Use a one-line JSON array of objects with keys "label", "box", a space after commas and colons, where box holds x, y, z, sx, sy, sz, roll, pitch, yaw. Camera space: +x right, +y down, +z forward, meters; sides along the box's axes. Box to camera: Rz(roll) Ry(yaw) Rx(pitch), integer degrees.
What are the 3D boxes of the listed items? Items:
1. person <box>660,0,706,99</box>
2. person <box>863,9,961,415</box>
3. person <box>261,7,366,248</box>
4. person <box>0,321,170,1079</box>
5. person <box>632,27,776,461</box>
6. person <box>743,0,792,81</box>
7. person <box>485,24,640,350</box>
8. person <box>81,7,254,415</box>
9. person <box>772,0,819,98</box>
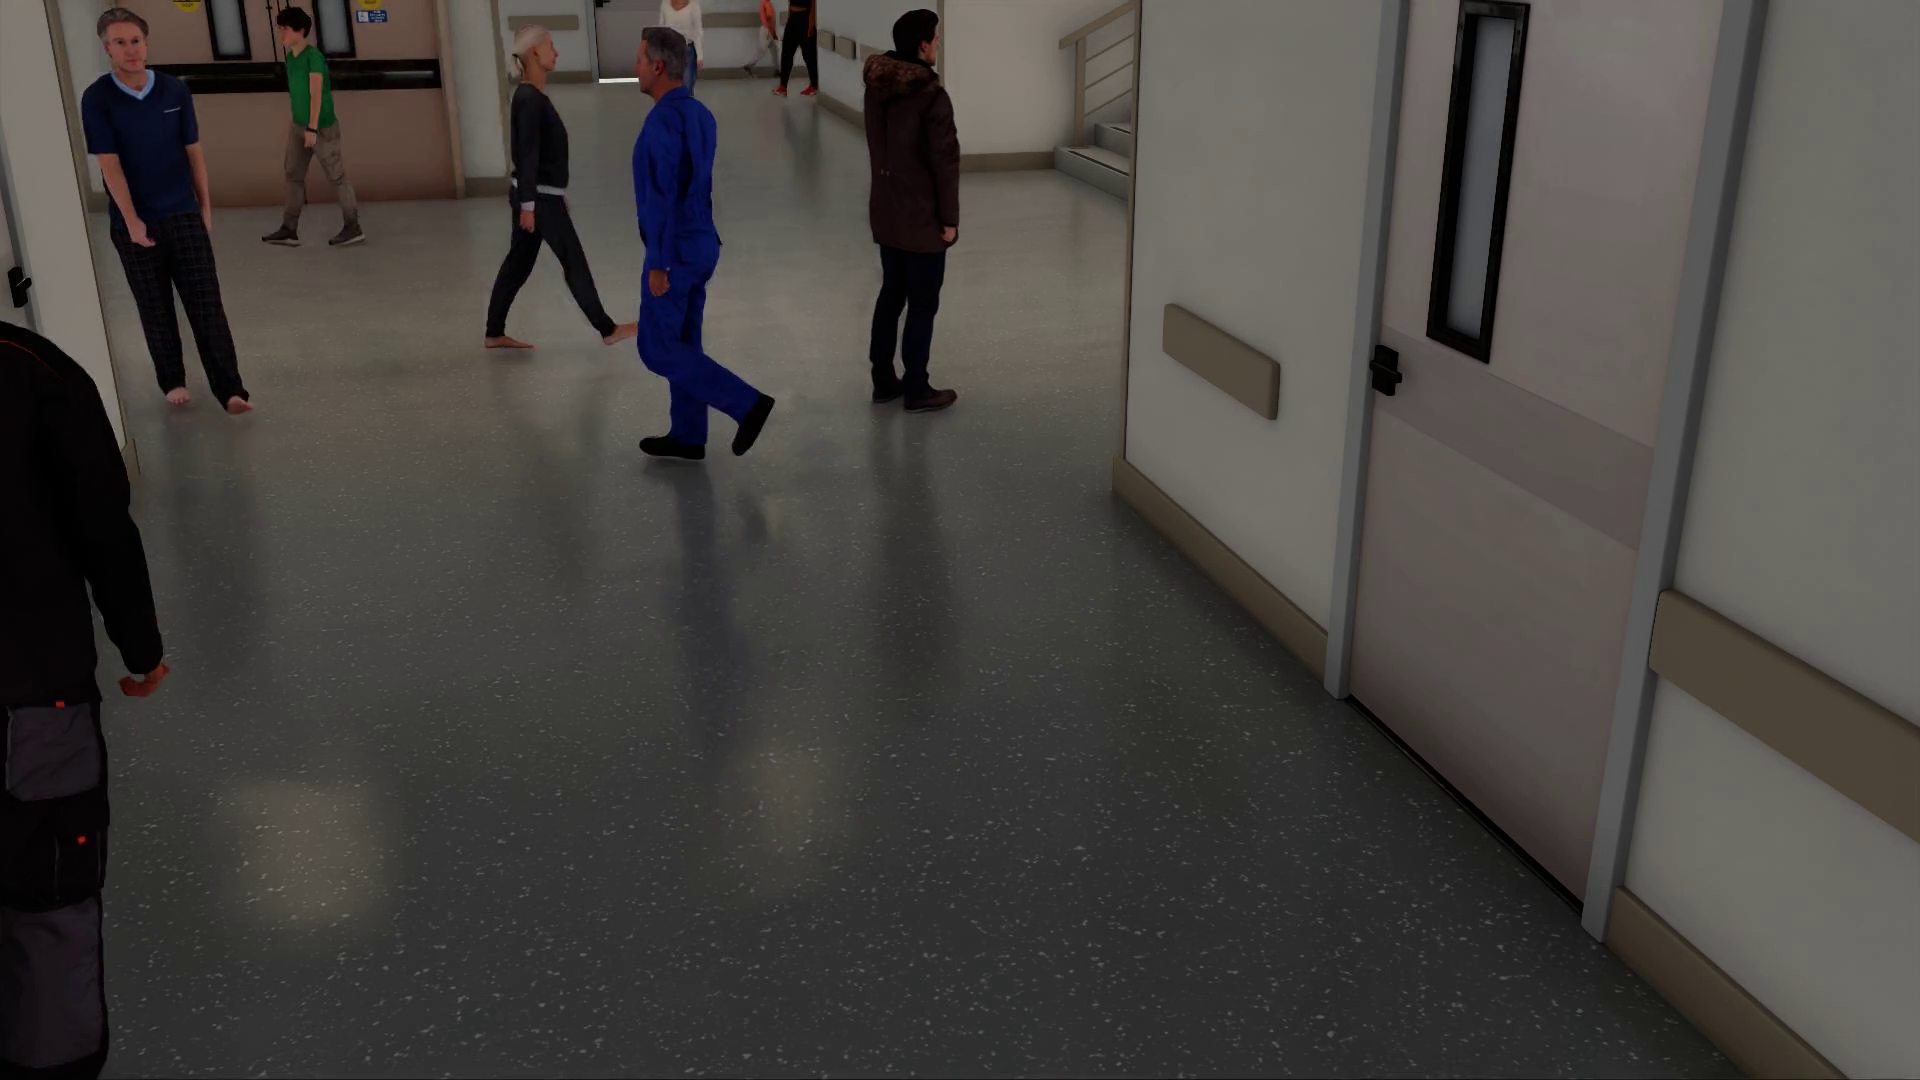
[{"label": "person", "box": [-2.830, -4.924, 17.007, 0.775, 1.678, 0.825, 3, 21, 8]}, {"label": "person", "box": [-0.240, -1.539, 7.838, 0.832, 1.843, 0.852, -17, 26, -37]}, {"label": "person", "box": [-4.451, -2.877, 11.679, 0.962, 1.625, 1.042, 12, 24, 30]}, {"label": "person", "box": [-1.746, 0.286, 2.913, 0.975, 1.918, 0.784, -5, 21, -13]}, {"label": "person", "box": [-1.092, -1.177, 6.921, 1.029, 1.816, 0.931, 3, 21, 8]}, {"label": "person", "box": [-2.784, -7.166, 23.461, 0.928, 1.300, 0.579, -2, 21, -5]}, {"label": "person", "box": [-2.296, -1.787, 8.720, 1.093, 1.682, 0.693, -7, 22, -18]}, {"label": "person", "box": [-3.744, -1.476, 7.694, 1.141, 1.828, 0.970, -15, 25, -34]}, {"label": "person", "box": [-1.918, -6.495, 21.031, 1.058, 1.767, 1.144, 17, 26, 37]}]
